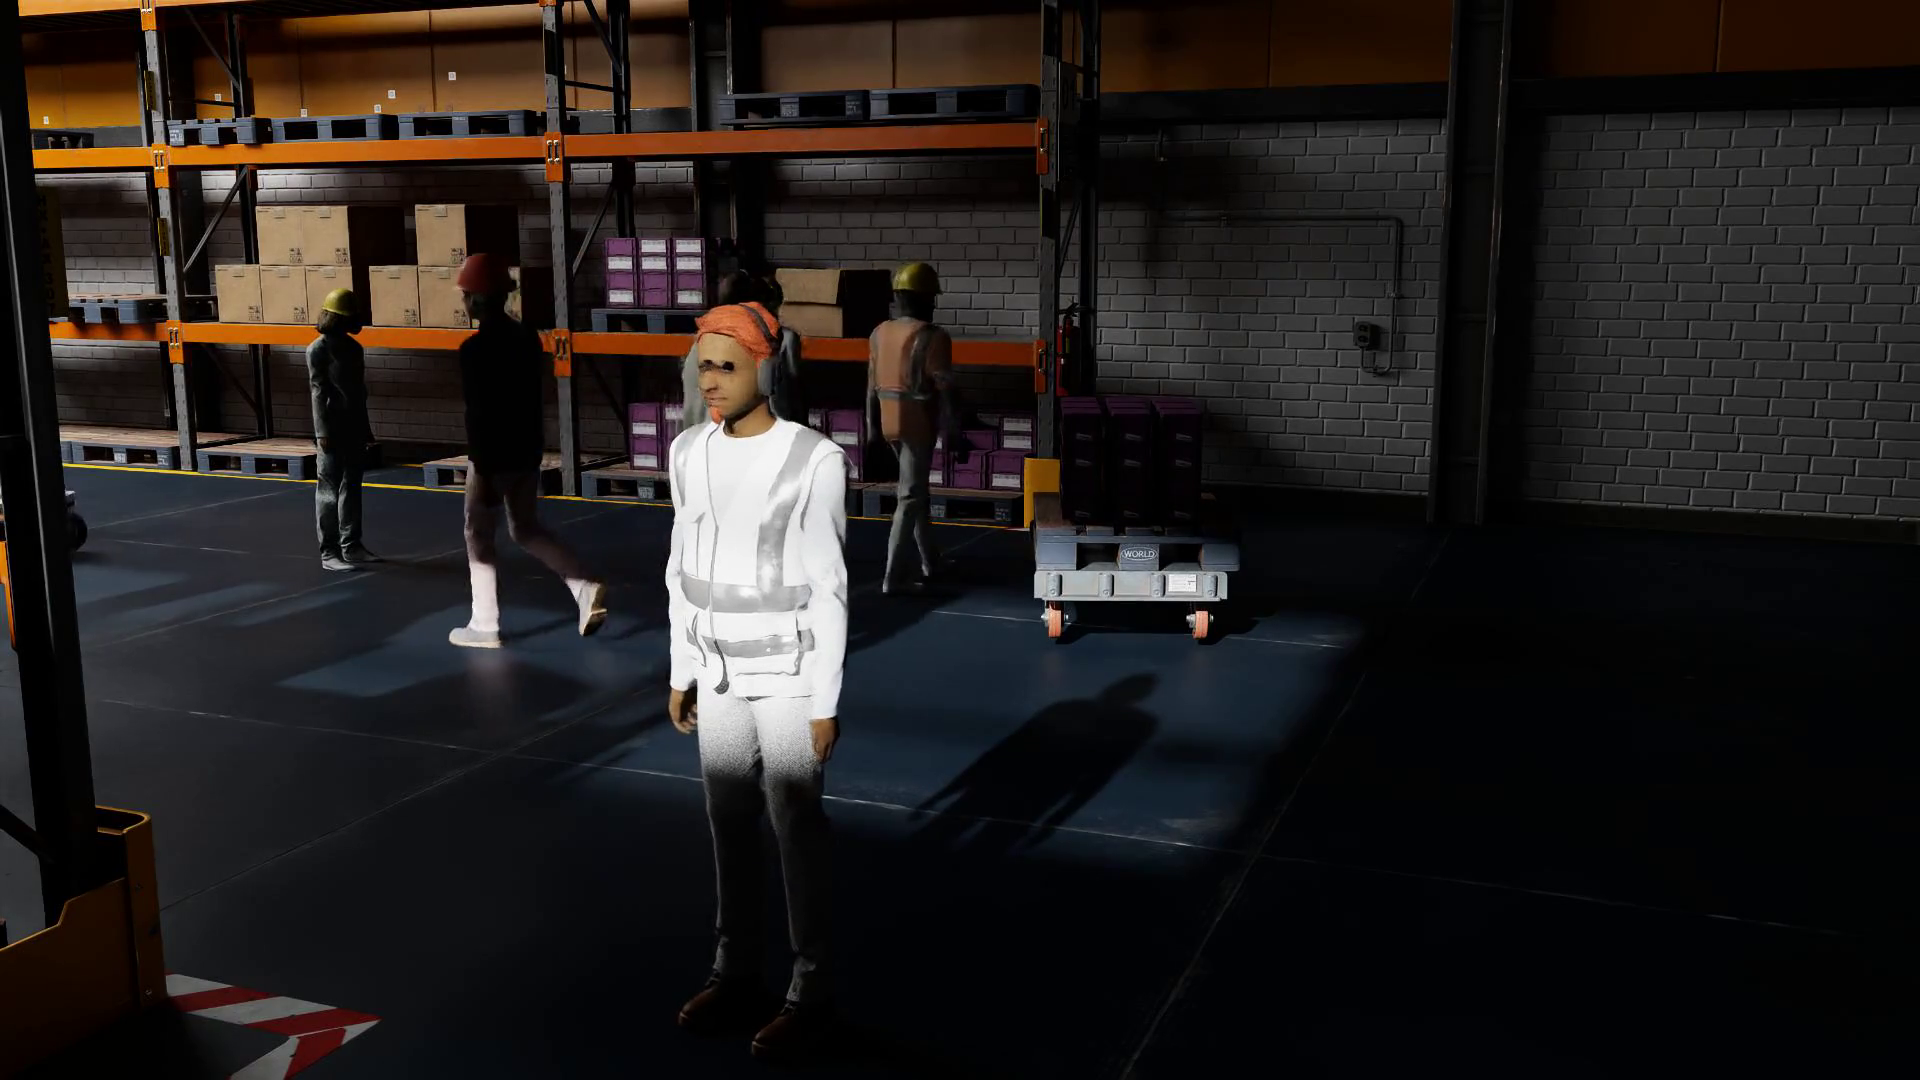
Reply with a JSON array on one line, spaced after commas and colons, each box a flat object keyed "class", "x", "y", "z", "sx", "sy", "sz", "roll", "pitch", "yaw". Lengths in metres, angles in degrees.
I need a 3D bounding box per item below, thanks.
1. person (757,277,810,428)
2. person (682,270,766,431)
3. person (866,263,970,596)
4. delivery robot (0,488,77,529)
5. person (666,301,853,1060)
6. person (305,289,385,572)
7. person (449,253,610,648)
[{"class": "person", "x": -1.165, "y": -0.693, "z": 10.180, "sx": 1.004, "sy": 1.809, "sz": 0.533, "roll": -7, "pitch": 12, "yaw": -35}, {"class": "person", "x": -1.025, "y": -0.233, "z": 7.356, "sx": 0.477, "sy": 1.898, "sz": 0.658, "roll": -8, "pitch": 13, "yaw": -36}, {"class": "person", "x": -0.190, "y": -0.645, "z": 9.667, "sx": 0.604, "sy": 1.893, "sz": 0.867, "roll": 10, "pitch": 14, "yaw": 44}, {"class": "delivery robot", "x": -6.037, "y": -0.186, "z": 10.574, "sx": 0.707, "sy": 0.478, "sz": 0.477, "roll": -2, "pitch": 10, "yaw": -11}, {"class": "person", "x": -0.510, "y": 0.348, "z": 4.179, "sx": 0.577, "sy": 1.879, "sz": 0.350, "roll": 8, "pitch": 13, "yaw": 36}, {"class": "person", "x": -3.806, "y": -0.682, "z": 10.314, "sx": 0.311, "sy": 1.735, "sz": 0.484, "roll": 3, "pitch": 11, "yaw": 16}, {"class": "person", "x": -2.181, "y": -0.420, "z": 8.188, "sx": 0.764, "sy": 1.971, "sz": 0.618, "roll": 4, "pitch": 11, "yaw": 22}]
